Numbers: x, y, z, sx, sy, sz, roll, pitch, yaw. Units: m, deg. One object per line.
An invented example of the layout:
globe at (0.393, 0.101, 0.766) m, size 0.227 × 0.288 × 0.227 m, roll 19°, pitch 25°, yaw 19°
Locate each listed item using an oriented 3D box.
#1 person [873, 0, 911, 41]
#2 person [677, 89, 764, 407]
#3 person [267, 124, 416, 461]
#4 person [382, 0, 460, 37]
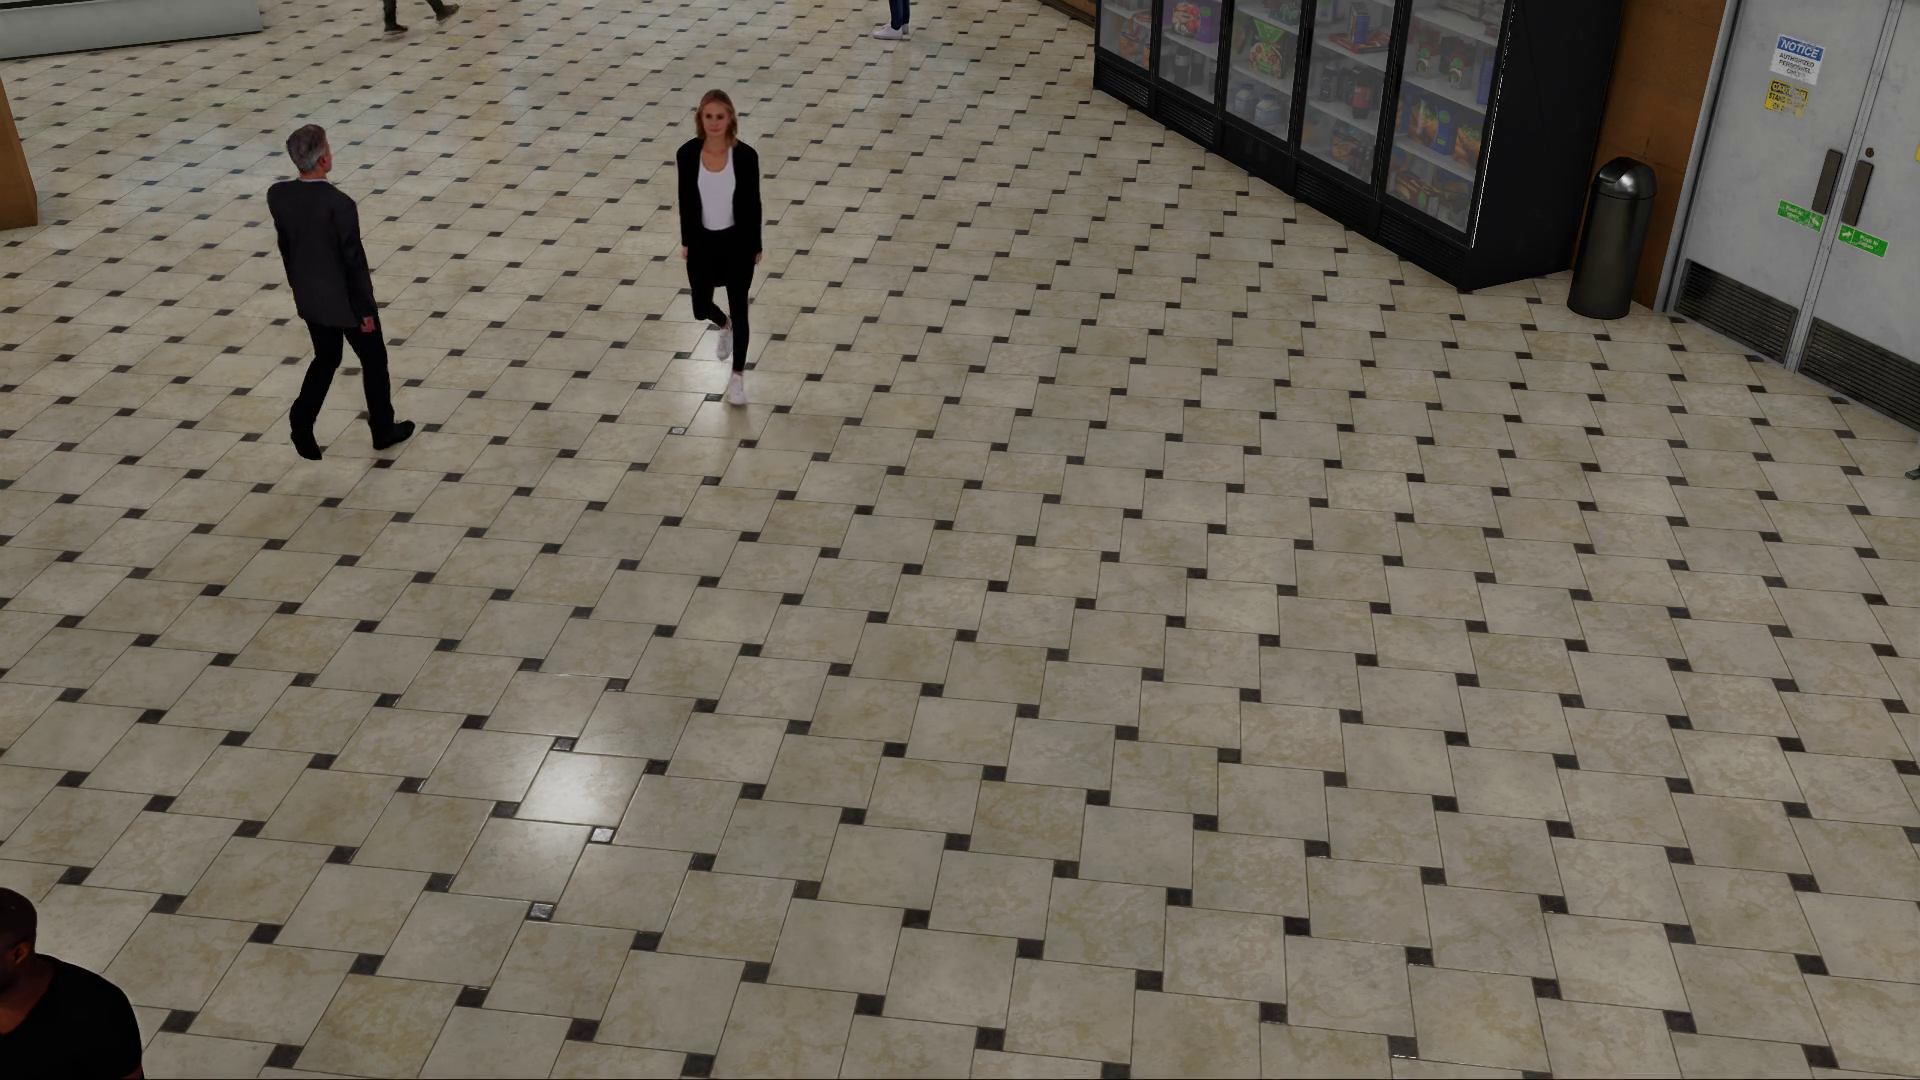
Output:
person at (-0.625, -5.746, 15.864) m, size 0.837 × 1.864 × 0.781 m, roll 11°, pitch 33°, yaw 16°
person at (-1.330, -1.664, 9.375) m, size 0.910 × 1.789 × 0.896 m, roll 1°, pitch 32°, yaw 1°
person at (-3.297, -1.234, 8.648) m, size 1.074 × 1.827 × 1.132 m, roll 11°, pitch 33°, yaw 17°
person at (-5.427, -5.655, 15.961) m, size 1.003 × 1.606 × 1.197 m, roll 18°, pitch 36°, yaw 26°
